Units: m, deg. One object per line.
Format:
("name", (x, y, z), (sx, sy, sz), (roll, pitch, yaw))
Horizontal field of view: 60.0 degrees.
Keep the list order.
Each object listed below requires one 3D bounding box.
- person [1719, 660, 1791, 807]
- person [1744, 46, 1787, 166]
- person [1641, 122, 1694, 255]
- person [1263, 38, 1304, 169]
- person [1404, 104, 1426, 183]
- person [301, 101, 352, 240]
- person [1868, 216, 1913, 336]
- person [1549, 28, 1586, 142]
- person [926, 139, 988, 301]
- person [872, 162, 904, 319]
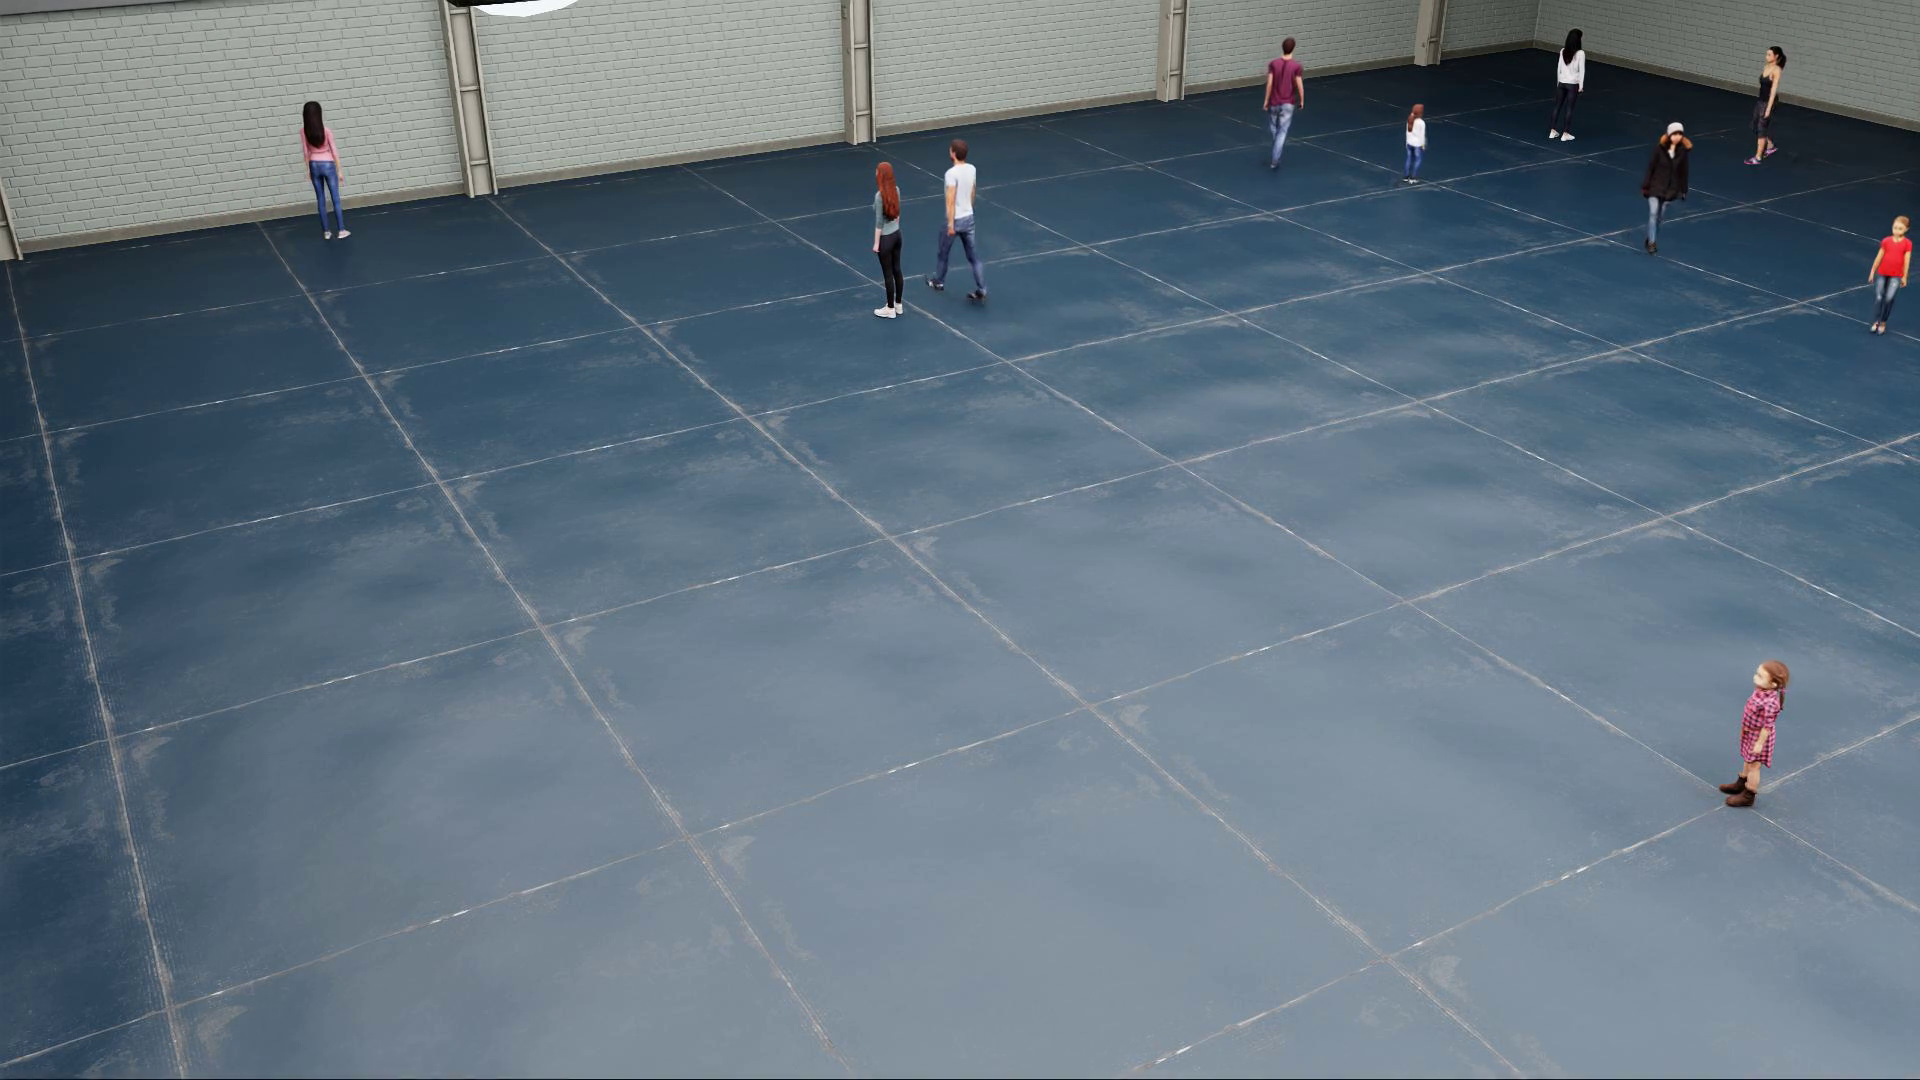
("person", (5.035, 1.213, 10.488), (0.555, 1.021, 0.502), (5, 28, 9))
("person", (11.973, -6.386, 24.490), (0.841, 1.713, 0.765), (-3, 27, -6))
("person", (8.759, -4.411, 20.764), (0.985, 1.611, 1.005), (3, 27, 6))
("person", (4.696, -6.361, 24.340), (1.092, 1.805, 1.228), (11, 29, 21))
("person", (6.504, -5.677, 23.772), (0.505, 1.109, 0.481), (-20, 33, -33))
("person", (-8.141, -4.729, 21.241), (0.576, 1.742, 0.707), (-2, 27, -3))
("person", (10.192, -2.908, 18.188), (0.576, 1.300, 0.564), (-24, 36, -38))
("person", (9.472, -7.102, 25.897), (0.592, 1.698, 0.640), (-19, 33, -33))
("person", (0.067, -3.598, 18.959), (1.179, 1.819, 0.887), (-23, 35, -37))
("person", (-0.804, -3.347, 18.556), (0.718, 1.742, 0.595), (18, 32, 30))
